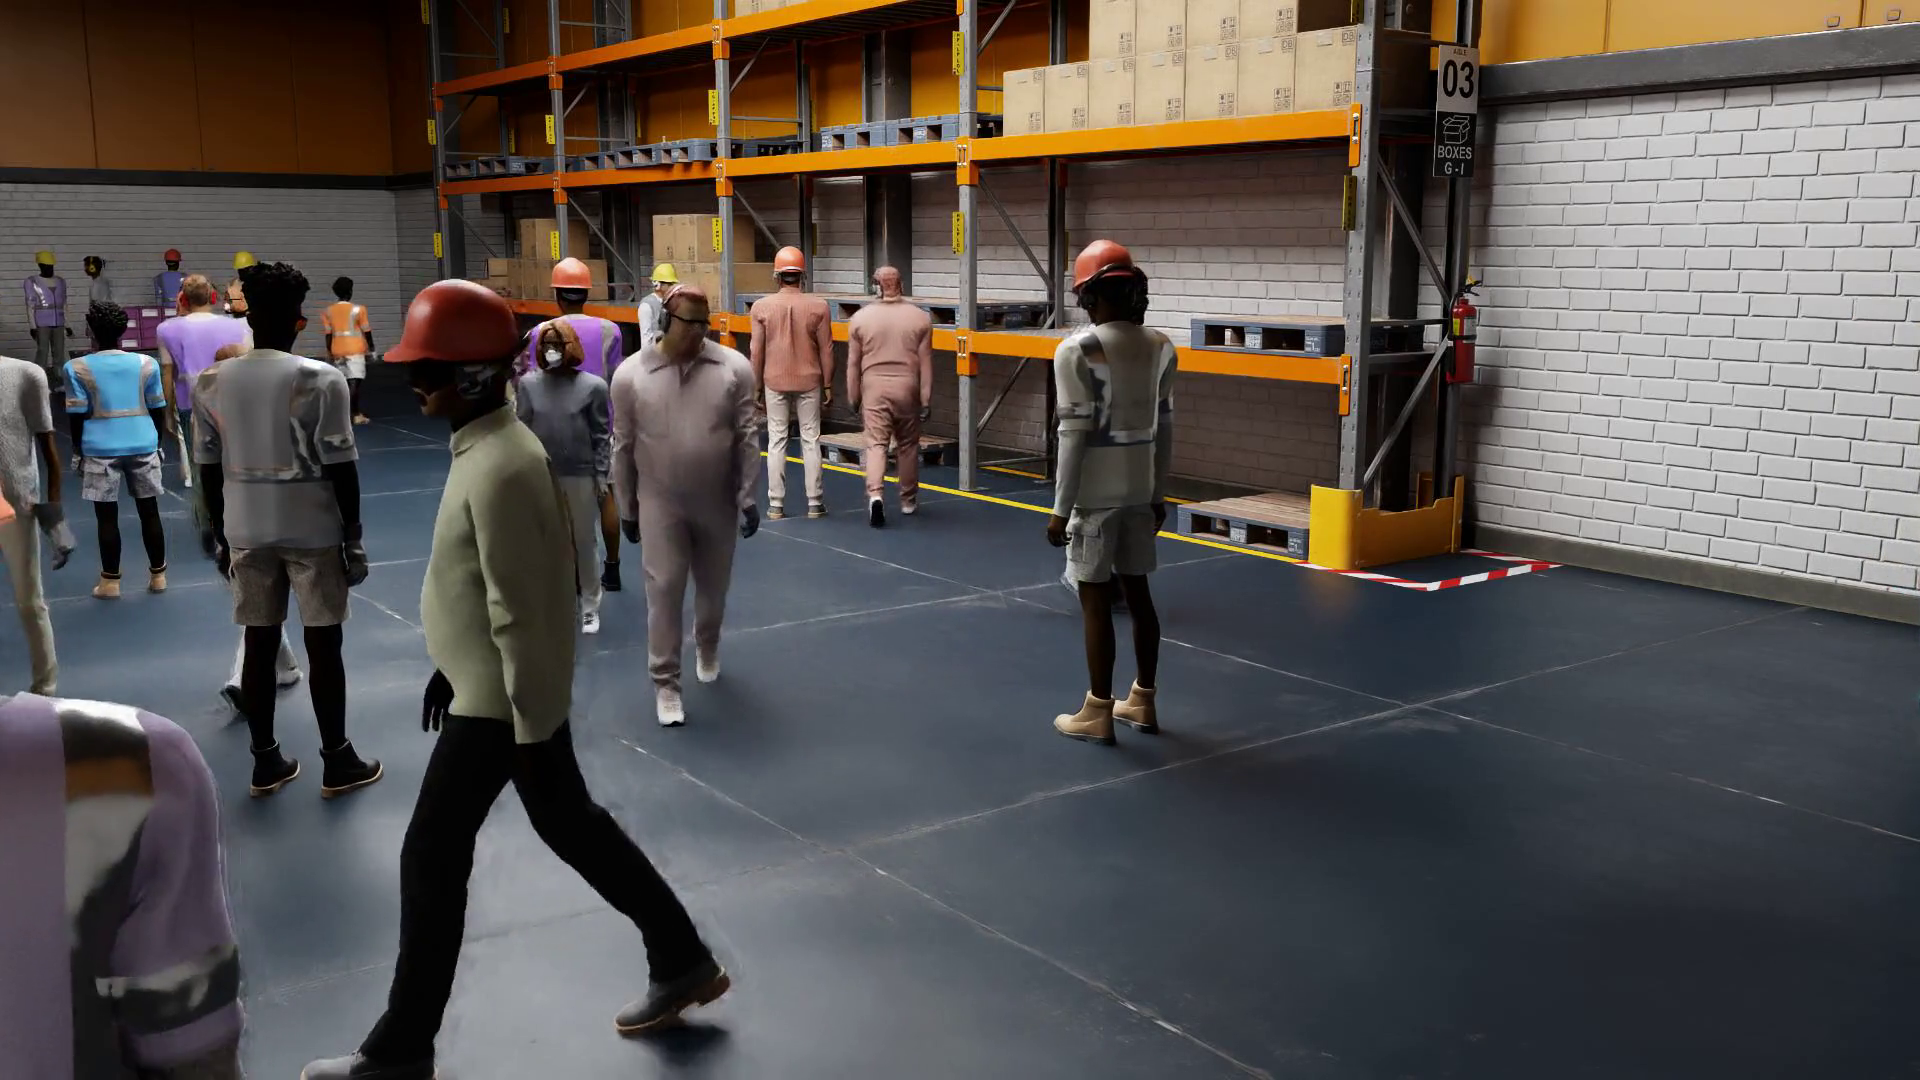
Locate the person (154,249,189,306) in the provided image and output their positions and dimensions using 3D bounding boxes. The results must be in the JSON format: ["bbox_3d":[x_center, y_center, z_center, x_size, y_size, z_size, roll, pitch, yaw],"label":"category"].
[{"bbox_3d":[-11.538,-3.309,24.513,0.543,1.939,0.360,-2,10,-13],"label":"person"}]

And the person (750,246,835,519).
[{"bbox_3d":[-1.228,-1.148,12.238,0.620,1.997,0.372,-1,10,-3],"label":"person"}]

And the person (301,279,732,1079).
[{"bbox_3d":[-1.057,0.349,4.017,1.020,1.951,0.623,-2,10,-12],"label":"person"}]

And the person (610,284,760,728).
[{"bbox_3d":[-1.203,-0.196,7.312,0.627,1.864,0.918,-3,11,-16],"label":"person"}]

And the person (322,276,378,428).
[{"bbox_3d":[-6.705,-2.053,18.228,0.537,1.666,0.794,3,11,16],"label":"person"}]

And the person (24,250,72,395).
[{"bbox_3d":[-12.209,-2.913,22.329,0.387,1.922,0.593,5,11,26],"label":"person"}]

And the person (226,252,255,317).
[{"bbox_3d":[-8.840,-2.625,20.746,0.591,1.914,0.393,0,10,1],"label":"person"}]

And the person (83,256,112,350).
[{"bbox_3d":[-11.901,-2.980,22.936,0.494,1.855,0.511,-2,10,-13],"label":"person"}]

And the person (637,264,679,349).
[{"bbox_3d":[-2.910,-1.804,16.413,0.403,1.823,0.580,6,12,29],"label":"person"}]

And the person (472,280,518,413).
[{"bbox_3d":[-5.486,-2.239,19.467,0.534,1.592,0.464,3,10,15],"label":"person"}]

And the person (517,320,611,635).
[{"bbox_3d":[-2.053,-0.319,8.614,0.497,1.634,0.278,1,10,4],"label":"person"}]

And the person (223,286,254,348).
[{"bbox_3d":[-6.531,-1.486,15.148,0.498,1.634,0.279,8,13,37],"label":"person"}]

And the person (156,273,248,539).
[{"bbox_3d":[-5.065,-0.877,11.214,0.570,1.825,0.645,-6,12,-28],"label":"person"}]

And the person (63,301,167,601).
[{"bbox_3d":[-4.794,-0.505,9.480,0.536,1.697,0.318,-10,14,-43],"label":"person"}]

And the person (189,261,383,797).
[{"bbox_3d":[-2.447,-0.026,6.062,0.603,1.959,0.372,1,10,6],"label":"person"}]

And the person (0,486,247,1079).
[{"bbox_3d":[-1.005,0.774,1.668,0.548,1.921,0.441,-7,12,-34],"label":"person"}]

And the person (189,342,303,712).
[{"bbox_3d":[-3.100,-0.063,7.285,0.522,1.604,0.811,0,10,-2],"label":"person"}]

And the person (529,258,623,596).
[{"bbox_3d":[-2.204,-0.646,9.592,0.543,1.939,0.371,-5,11,-28],"label":"person"}]

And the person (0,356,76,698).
[{"bbox_3d":[-3.905,-0.096,6.761,0.585,1.856,0.367,-1,10,-4],"label":"person"}]

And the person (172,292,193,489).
[{"bbox_3d":[-6.302,-1.235,13.727,0.515,1.641,0.314,-1,10,-5],"label":"person"}]

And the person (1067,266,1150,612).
[{"bbox_3d":[0.857,-0.529,9.032,0.440,1.904,0.624,-1,10,-6],"label":"person"}]

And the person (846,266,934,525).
[{"bbox_3d":[-0.513,-1.056,12.122,0.637,1.868,0.919,0,10,2],"label":"person"}]

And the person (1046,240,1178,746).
[{"bbox_3d":[0.589,-0.189,6.772,0.615,2.031,0.397,-8,13,-37],"label":"person"}]
